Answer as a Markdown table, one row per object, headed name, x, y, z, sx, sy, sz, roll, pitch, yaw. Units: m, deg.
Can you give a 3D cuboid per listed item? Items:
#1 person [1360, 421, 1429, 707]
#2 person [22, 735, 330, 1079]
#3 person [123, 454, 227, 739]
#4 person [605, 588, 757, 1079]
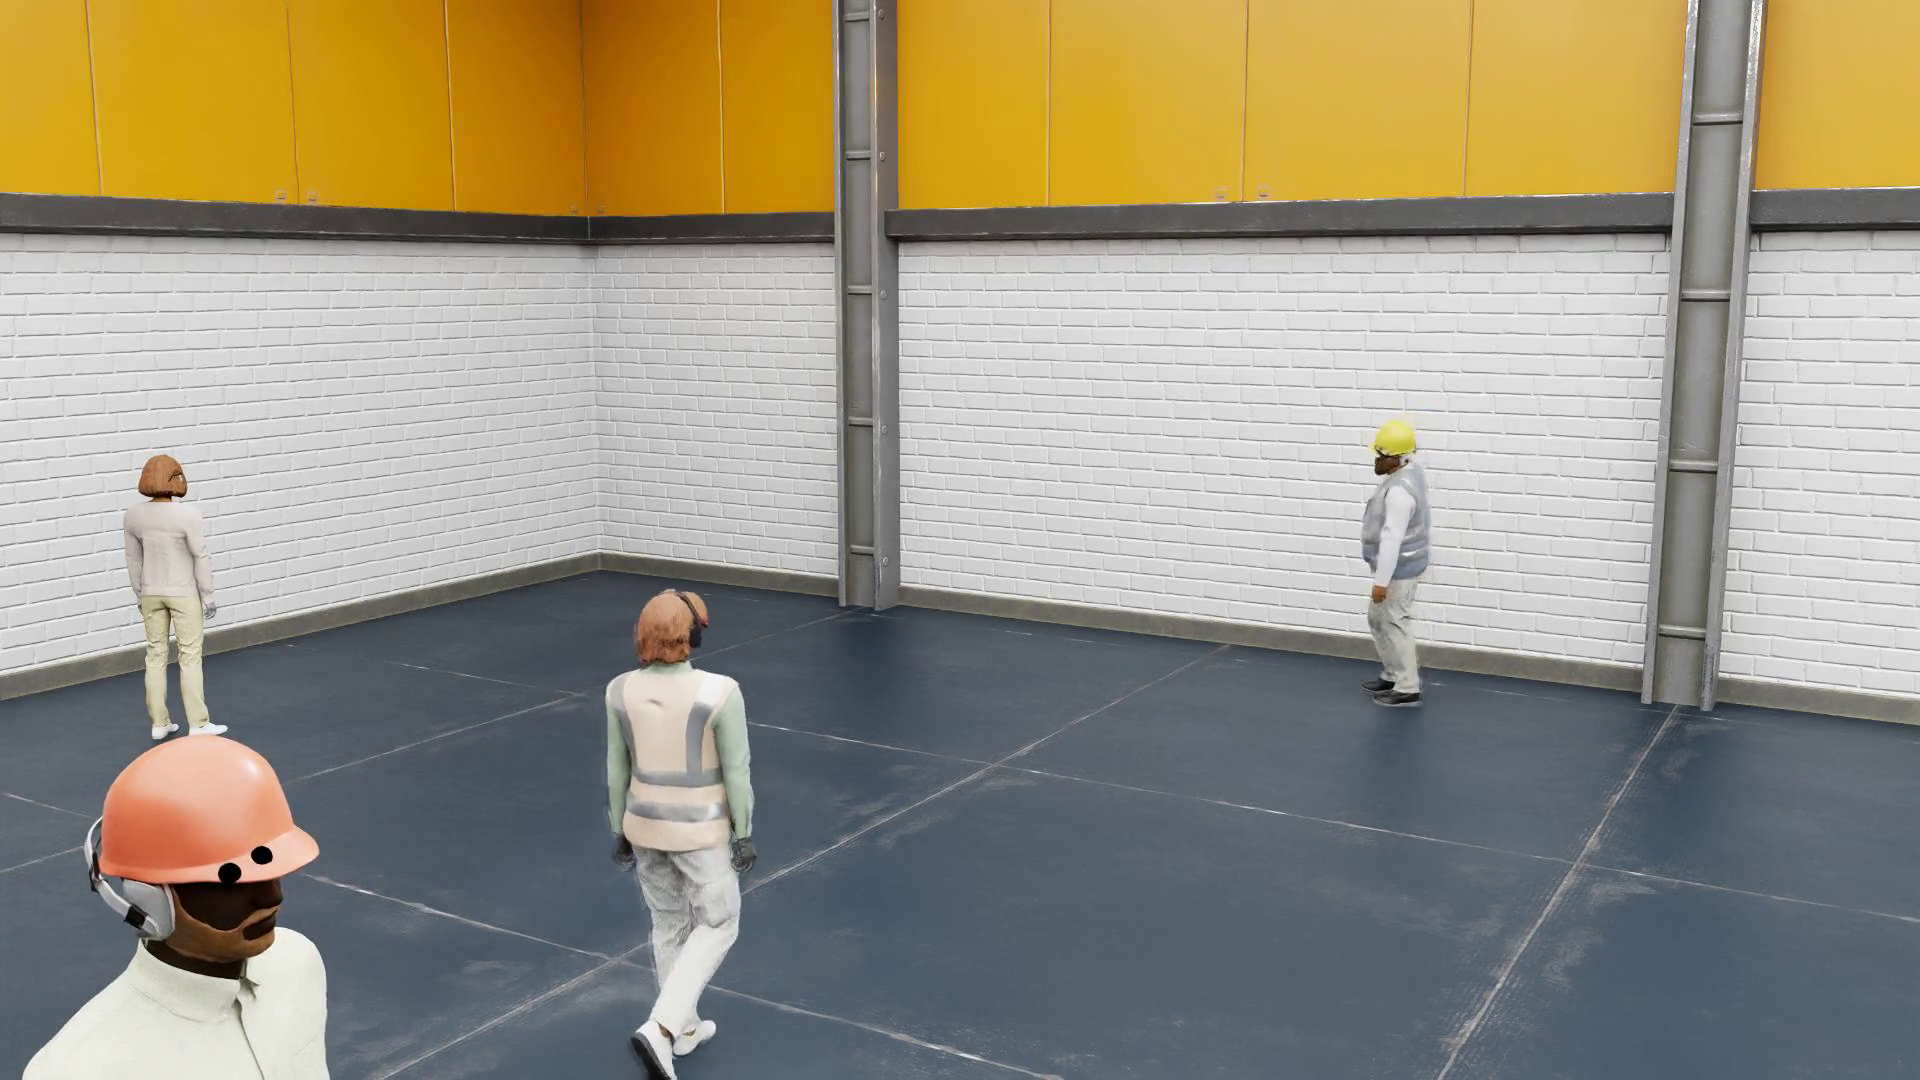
| name | x | y | z | sx | sy | sz | roll | pitch | yaw |
| --- | --- | --- | --- | --- | --- | --- | --- | --- | --- |
| person | 2.625 | 0.156 | 10.062 | 0.416 | 1.778 | 0.654 | 2 | 9 | 13 |
| person | -1.092 | 1.261 | 2.494 | 0.380 | 1.995 | 0.611 | 1 | 9 | 9 |
| person | -4.463 | 0.328 | 9.433 | 0.500 | 1.636 | 0.285 | 1 | 9 | 8 |
| person | -0.943 | 0.975 | 5.417 | 0.529 | 1.620 | 0.569 | 4 | 10 | 22 |
